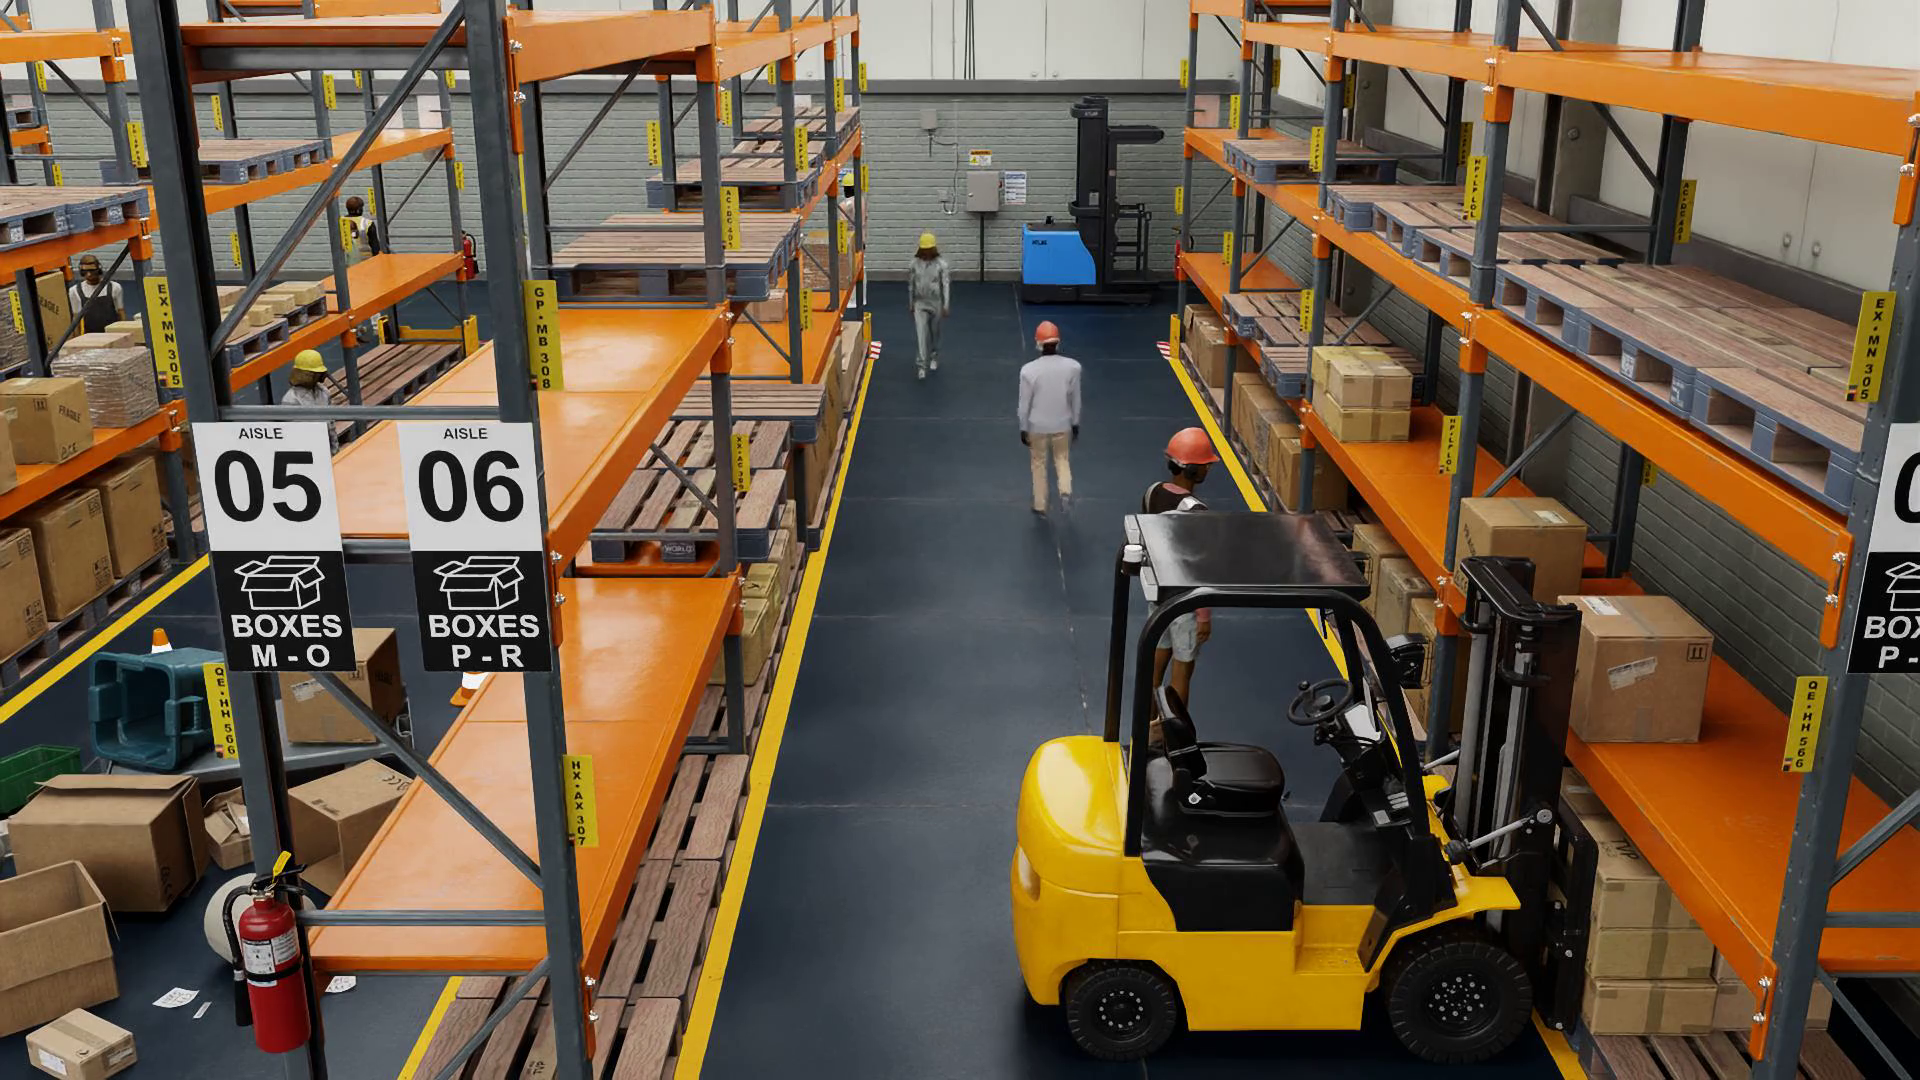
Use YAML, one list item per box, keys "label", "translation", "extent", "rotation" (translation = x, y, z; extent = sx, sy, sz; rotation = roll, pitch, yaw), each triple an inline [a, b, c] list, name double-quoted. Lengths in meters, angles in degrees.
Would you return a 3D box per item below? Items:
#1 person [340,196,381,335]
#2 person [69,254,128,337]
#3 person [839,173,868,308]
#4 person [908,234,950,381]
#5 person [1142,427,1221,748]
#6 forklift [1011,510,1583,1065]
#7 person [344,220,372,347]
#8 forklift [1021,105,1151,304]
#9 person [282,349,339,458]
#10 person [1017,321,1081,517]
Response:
- label: "person"
  translation: [-7.963, -3.644, 22.140]
  extent: [0.625, 1.844, 0.429]
  rotation: [3, 19, 9]
- label: "person"
  translation: [-8.974, -2.081, 17.433]
  extent: [0.510, 1.836, 0.359]
  rotation: [-8, 20, -23]
- label: "person"
  translation: [-1.565, -4.317, 24.037]
  extent: [0.385, 1.924, 0.612]
  rotation: [11, 21, 29]
- label: "person"
  translation: [-0.368, -2.814, 19.853]
  extent: [0.501, 1.699, 0.893]
  rotation: [1, 18, 2]
- label: "person"
  translation: [1.309, 0.329, 9.810]
  extent: [0.378, 2.041, 0.616]
  rotation: [-8, 20, -24]
- label: "forklift"
  translation: [1.387, 1.055, 7.378]
  extent: [2.313, 2.155, 1.214]
  rotation: [0, 18, 0]
- label: "person"
  translation: [-7.852, -3.325, 21.500]
  extent: [0.286, 1.631, 0.502]
  rotation: [1, 18, 3]
- label: "forklift"
  translation: [1.857, -4.944, 24.441]
  extent: [1.873, 2.768, 1.129]
  rotation: [0, 18, 0]
- label: "person"
  translation: [-5.150, -0.672, 13.329]
  extent: [0.323, 1.734, 0.489]
  rotation: [8, 20, 22]
- label: "person"
  translation: [0.780, -1.010, 14.326]
  extent: [0.576, 1.738, 0.531]
  rotation: [-4, 19, -11]
